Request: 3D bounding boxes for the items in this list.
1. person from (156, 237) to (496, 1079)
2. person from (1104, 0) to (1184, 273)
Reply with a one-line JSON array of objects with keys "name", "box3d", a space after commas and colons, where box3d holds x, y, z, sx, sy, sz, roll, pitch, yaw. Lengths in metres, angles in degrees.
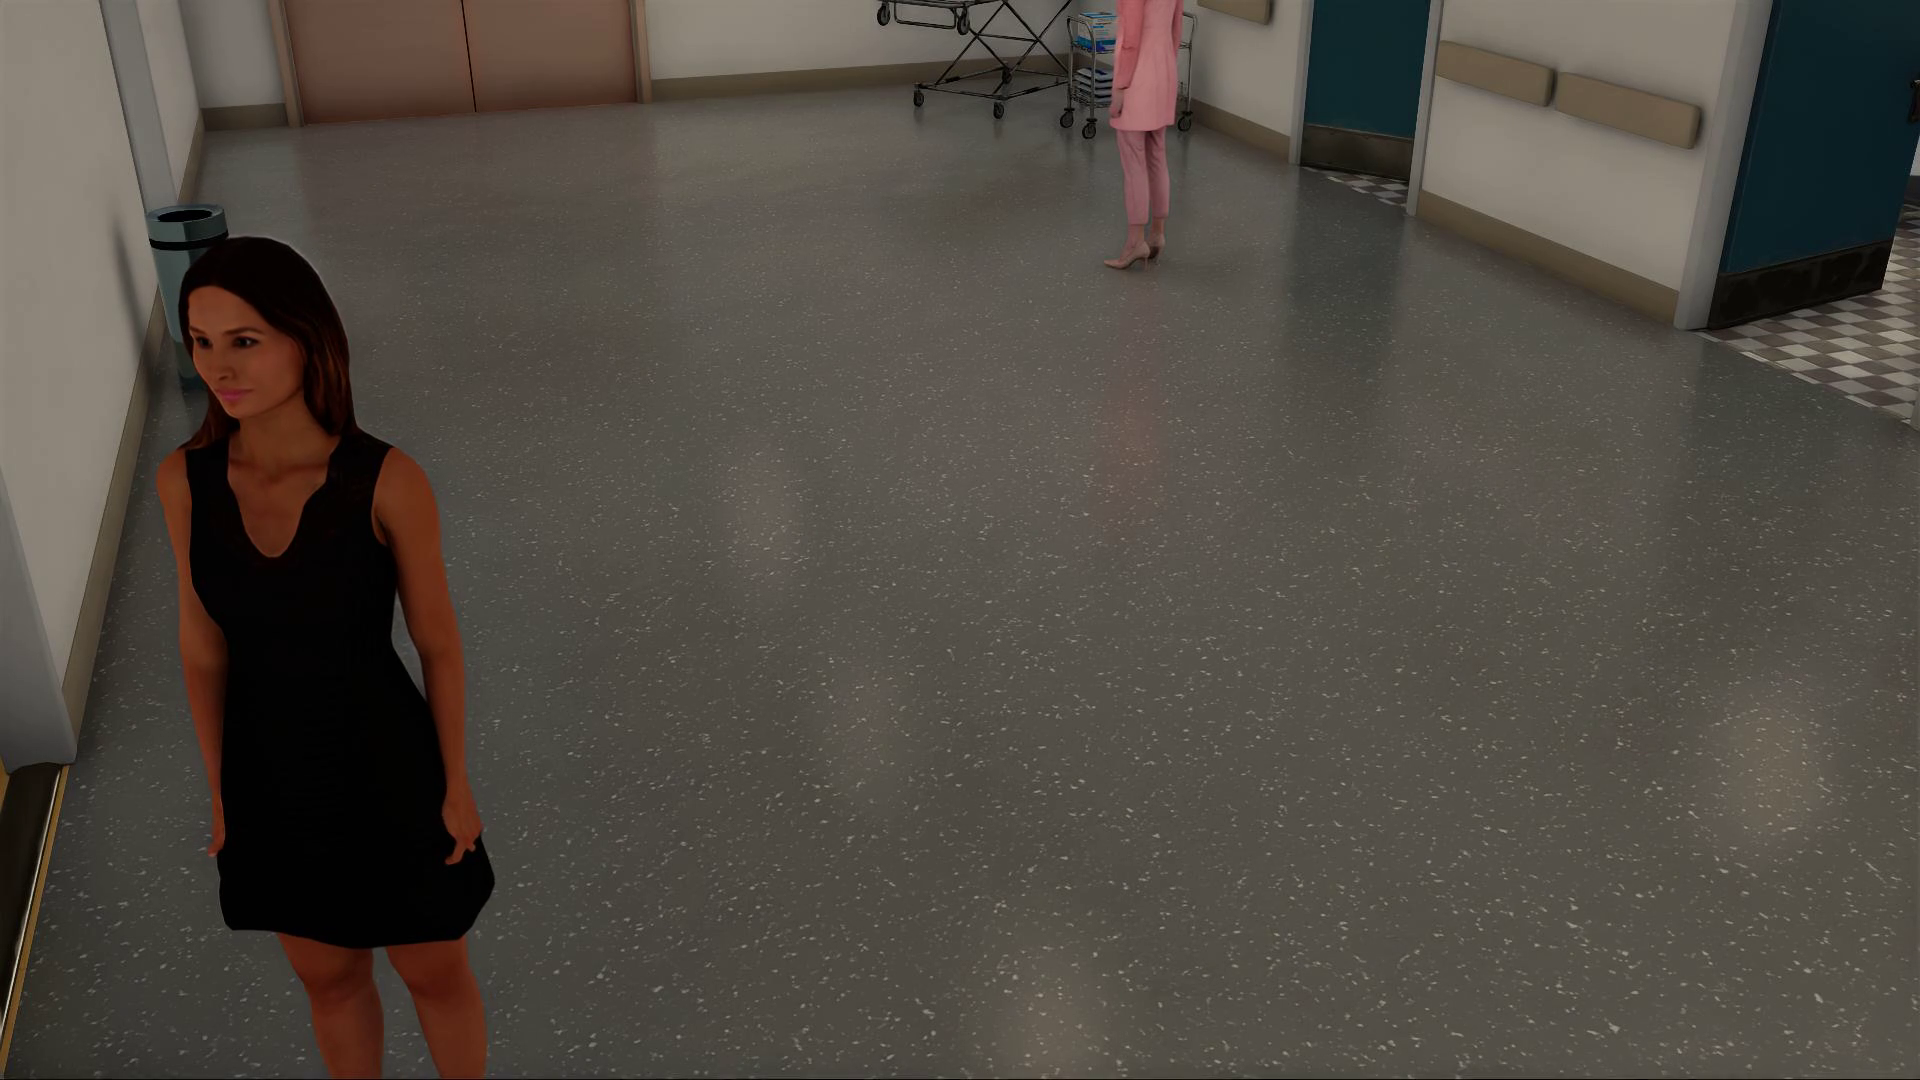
[{"name": "person", "box3d": [-0.975, 0.420, 2.668, 0.650, 1.834, 0.636, 0, 26, 0]}, {"name": "person", "box3d": [0.920, -2.237, 8.212, 0.674, 1.803, 0.691, 22, 33, 38]}]
